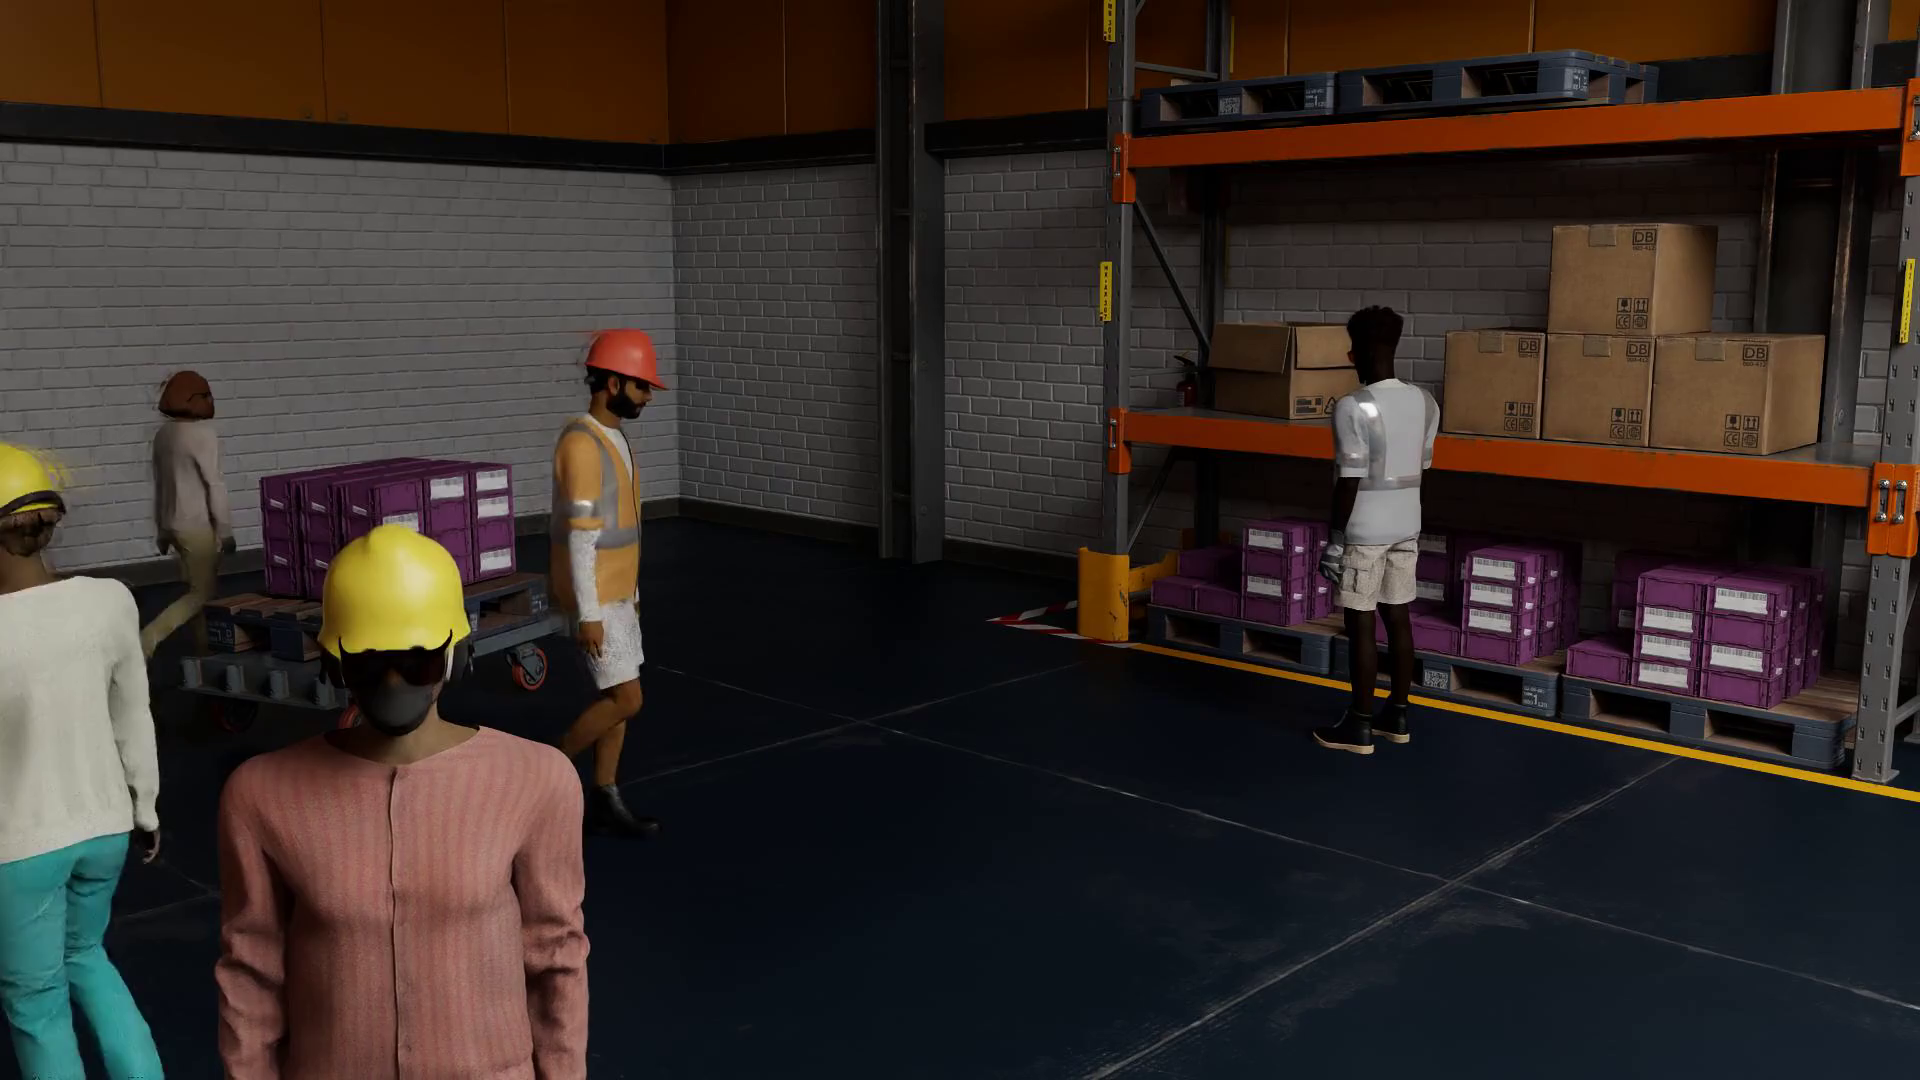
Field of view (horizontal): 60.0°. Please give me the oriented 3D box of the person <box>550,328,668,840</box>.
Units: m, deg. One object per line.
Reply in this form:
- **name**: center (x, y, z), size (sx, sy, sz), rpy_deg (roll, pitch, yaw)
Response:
- **person**: center (-1.311, 0.188, 6.052), size (0.506, 1.910, 0.584), rpy_deg (1, 9, 6)

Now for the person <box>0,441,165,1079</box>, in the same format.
- **person**: center (-2.026, 0.653, 3.664), size (0.372, 1.752, 0.551), rpy_deg (4, 10, 23)

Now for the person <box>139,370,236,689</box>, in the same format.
- **person**: center (-3.950, -0.045, 8.388), size (0.499, 1.610, 0.657), rpy_deg (8, 12, 39)

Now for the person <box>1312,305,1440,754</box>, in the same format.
- **person**: center (1.820, -0.044, 7.316), size (0.603, 1.964, 0.367), rpy_deg (-7, 12, -37)

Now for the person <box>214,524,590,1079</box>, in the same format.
- **person**: center (-0.804, 0.849, 2.455), size (0.524, 1.768, 0.312), rpy_deg (-3, 10, -16)
